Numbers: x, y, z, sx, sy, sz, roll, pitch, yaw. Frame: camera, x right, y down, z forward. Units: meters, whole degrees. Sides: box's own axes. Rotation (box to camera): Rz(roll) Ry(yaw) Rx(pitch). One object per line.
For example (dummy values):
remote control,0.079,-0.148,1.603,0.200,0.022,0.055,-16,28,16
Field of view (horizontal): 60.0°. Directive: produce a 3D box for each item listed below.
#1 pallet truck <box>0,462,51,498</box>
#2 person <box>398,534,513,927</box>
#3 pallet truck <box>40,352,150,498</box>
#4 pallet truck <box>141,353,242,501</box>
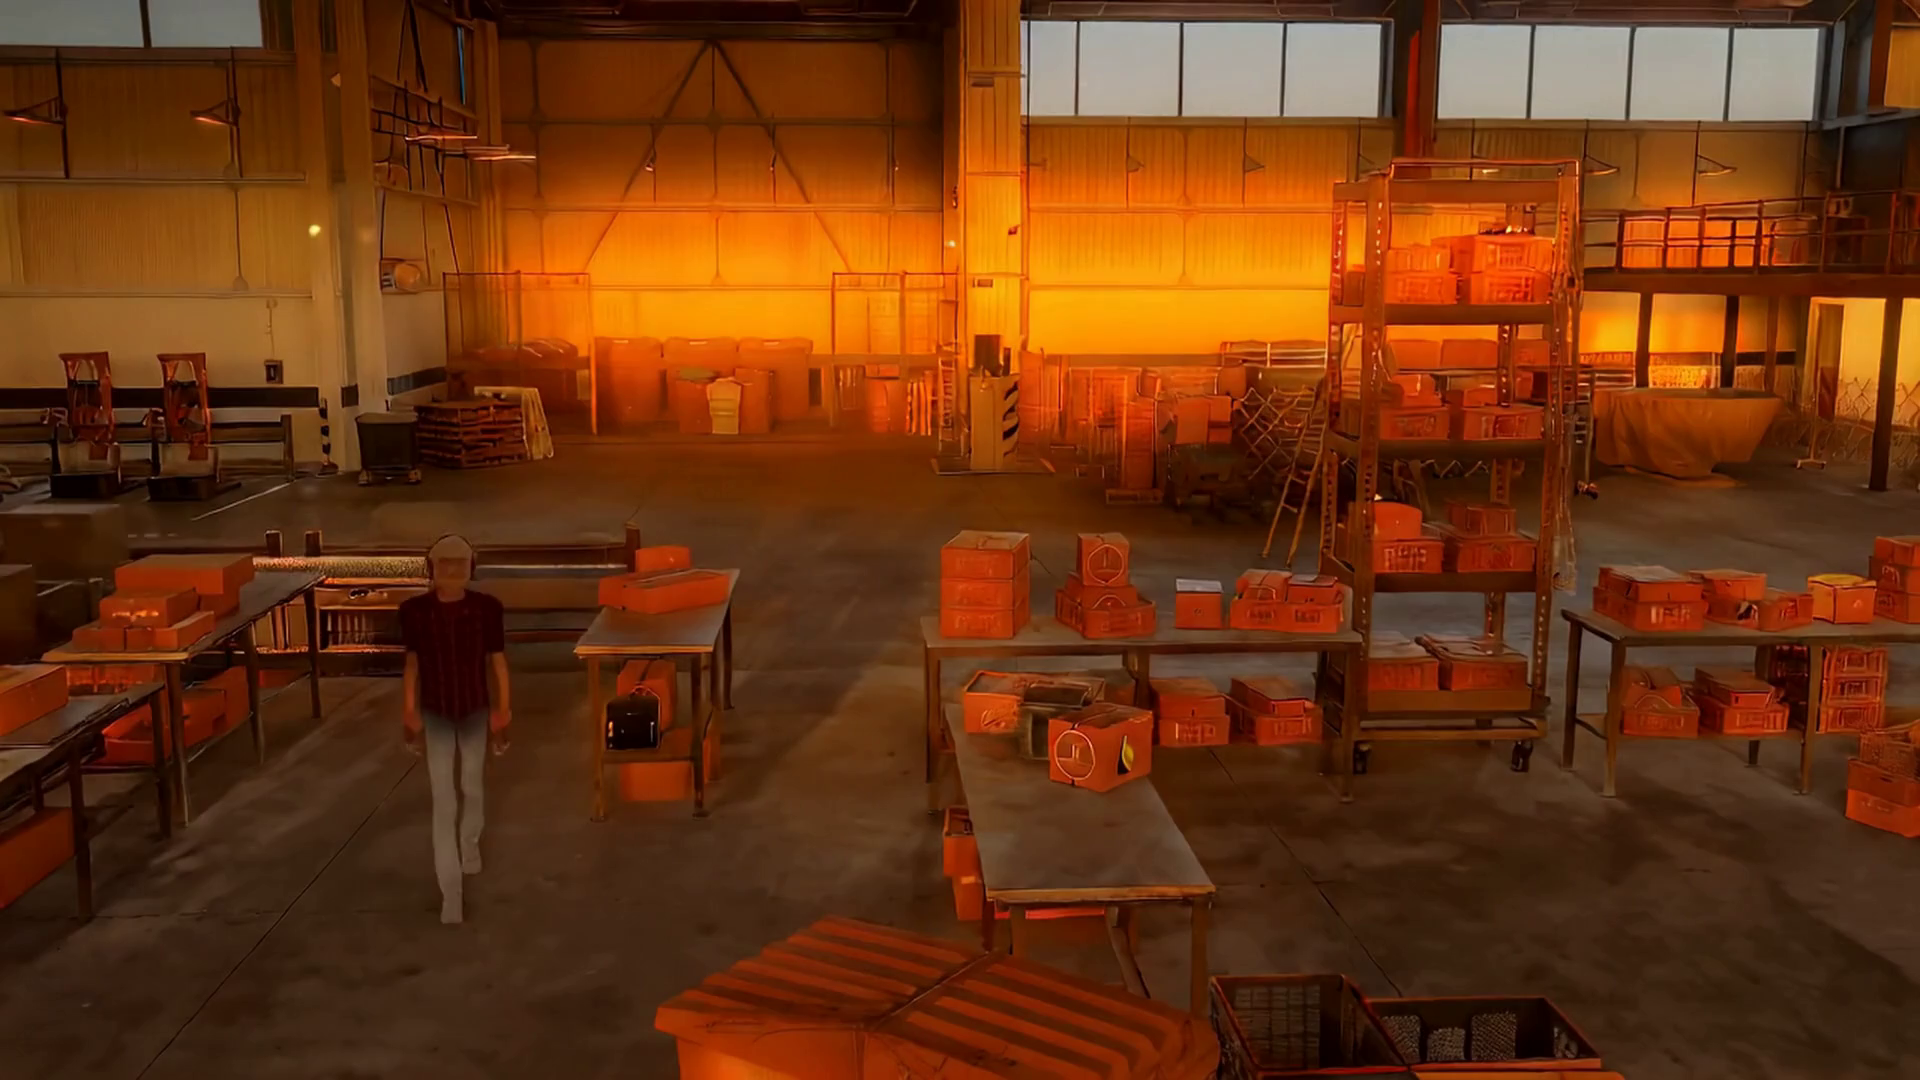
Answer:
pallet truck,-13.193,-1.293,23.148,0.653,1.274,1.630,-1,9,-4
person,-2.445,0.854,8.094,0.511,1.822,1.008,-3,10,-18
pallet truck,-11.907,-1.642,23.165,0.823,1.965,1.885,0,9,0
pallet truck,-10.520,-1.604,22.925,0.823,1.965,1.885,-1,9,-6
